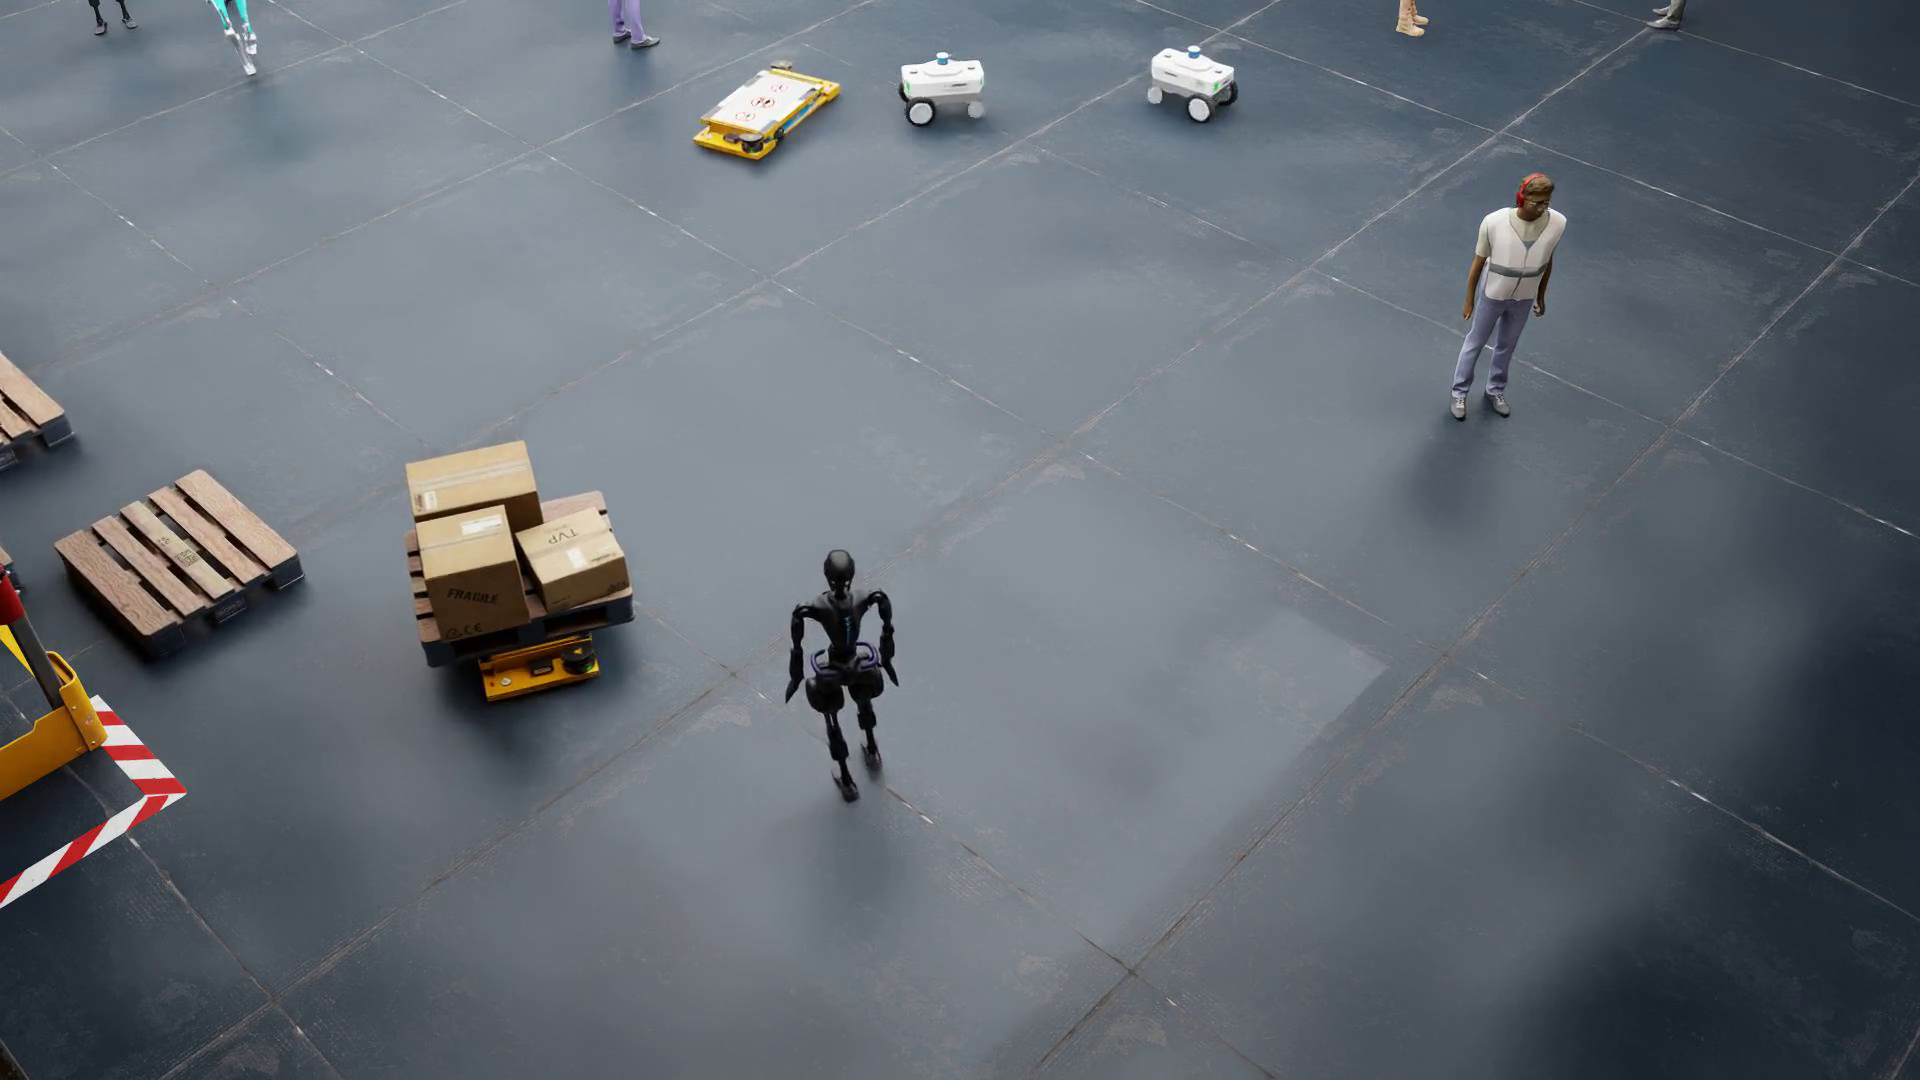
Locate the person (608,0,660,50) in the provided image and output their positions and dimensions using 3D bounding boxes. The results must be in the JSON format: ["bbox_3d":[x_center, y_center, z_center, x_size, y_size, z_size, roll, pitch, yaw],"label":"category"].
[{"bbox_3d":[-3.167,-5.476,15.434,0.568,1.843,0.373,29,49,28],"label":"person"}]

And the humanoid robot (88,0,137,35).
[{"bbox_3d":[-8.228,-5.636,15.727,0.599,1.657,0.315,-17,45,-18],"label":"humanoid robot"}]

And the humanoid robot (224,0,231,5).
[{"bbox_3d":[-7.428,-6.112,16.258,0.530,1.779,1.012,-33,52,-31],"label":"humanoid robot"}]

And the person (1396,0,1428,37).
[{"bbox_3d":[4.417,-5.667,15.726,0.319,1.739,0.482,16,44,17],"label":"person"}]

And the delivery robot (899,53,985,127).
[{"bbox_3d":[-0.159,-4.038,14.795,0.788,0.587,0.499,-6,42,-7],"label":"delivery robot"}]

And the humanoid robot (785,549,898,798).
[{"bbox_3d":[-0.629,0.681,8.715,0.609,1.656,0.373,-13,44,-14],"label":"humanoid robot"}]

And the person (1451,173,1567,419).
[{"bbox_3d":[3.665,-1.646,11.177,0.569,1.843,0.377,-4,42,-4],"label":"person"}]

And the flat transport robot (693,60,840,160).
[{"bbox_3d":[-1.708,-3.826,14.779,0.659,0.231,1.431,19,45,20],"label":"flat transport robot"}]

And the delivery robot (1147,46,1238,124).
[{"bbox_3d":[2.098,-4.098,14.881,0.790,0.614,0.499,26,48,26],"label":"delivery robot"}]

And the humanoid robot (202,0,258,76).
[{"bbox_3d":[-6.614,-4.994,14.975,0.552,1.738,0.996,-19,45,-20],"label":"humanoid robot"}]

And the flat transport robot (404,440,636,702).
[{"bbox_3d":[-2.648,0.365,10.120,0.659,0.231,1.431,-13,44,-14],"label":"flat transport robot"}]

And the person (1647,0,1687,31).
[{"bbox_3d":[6.967,-5.756,15.742,0.390,1.849,0.564,19,45,20],"label":"person"}]
